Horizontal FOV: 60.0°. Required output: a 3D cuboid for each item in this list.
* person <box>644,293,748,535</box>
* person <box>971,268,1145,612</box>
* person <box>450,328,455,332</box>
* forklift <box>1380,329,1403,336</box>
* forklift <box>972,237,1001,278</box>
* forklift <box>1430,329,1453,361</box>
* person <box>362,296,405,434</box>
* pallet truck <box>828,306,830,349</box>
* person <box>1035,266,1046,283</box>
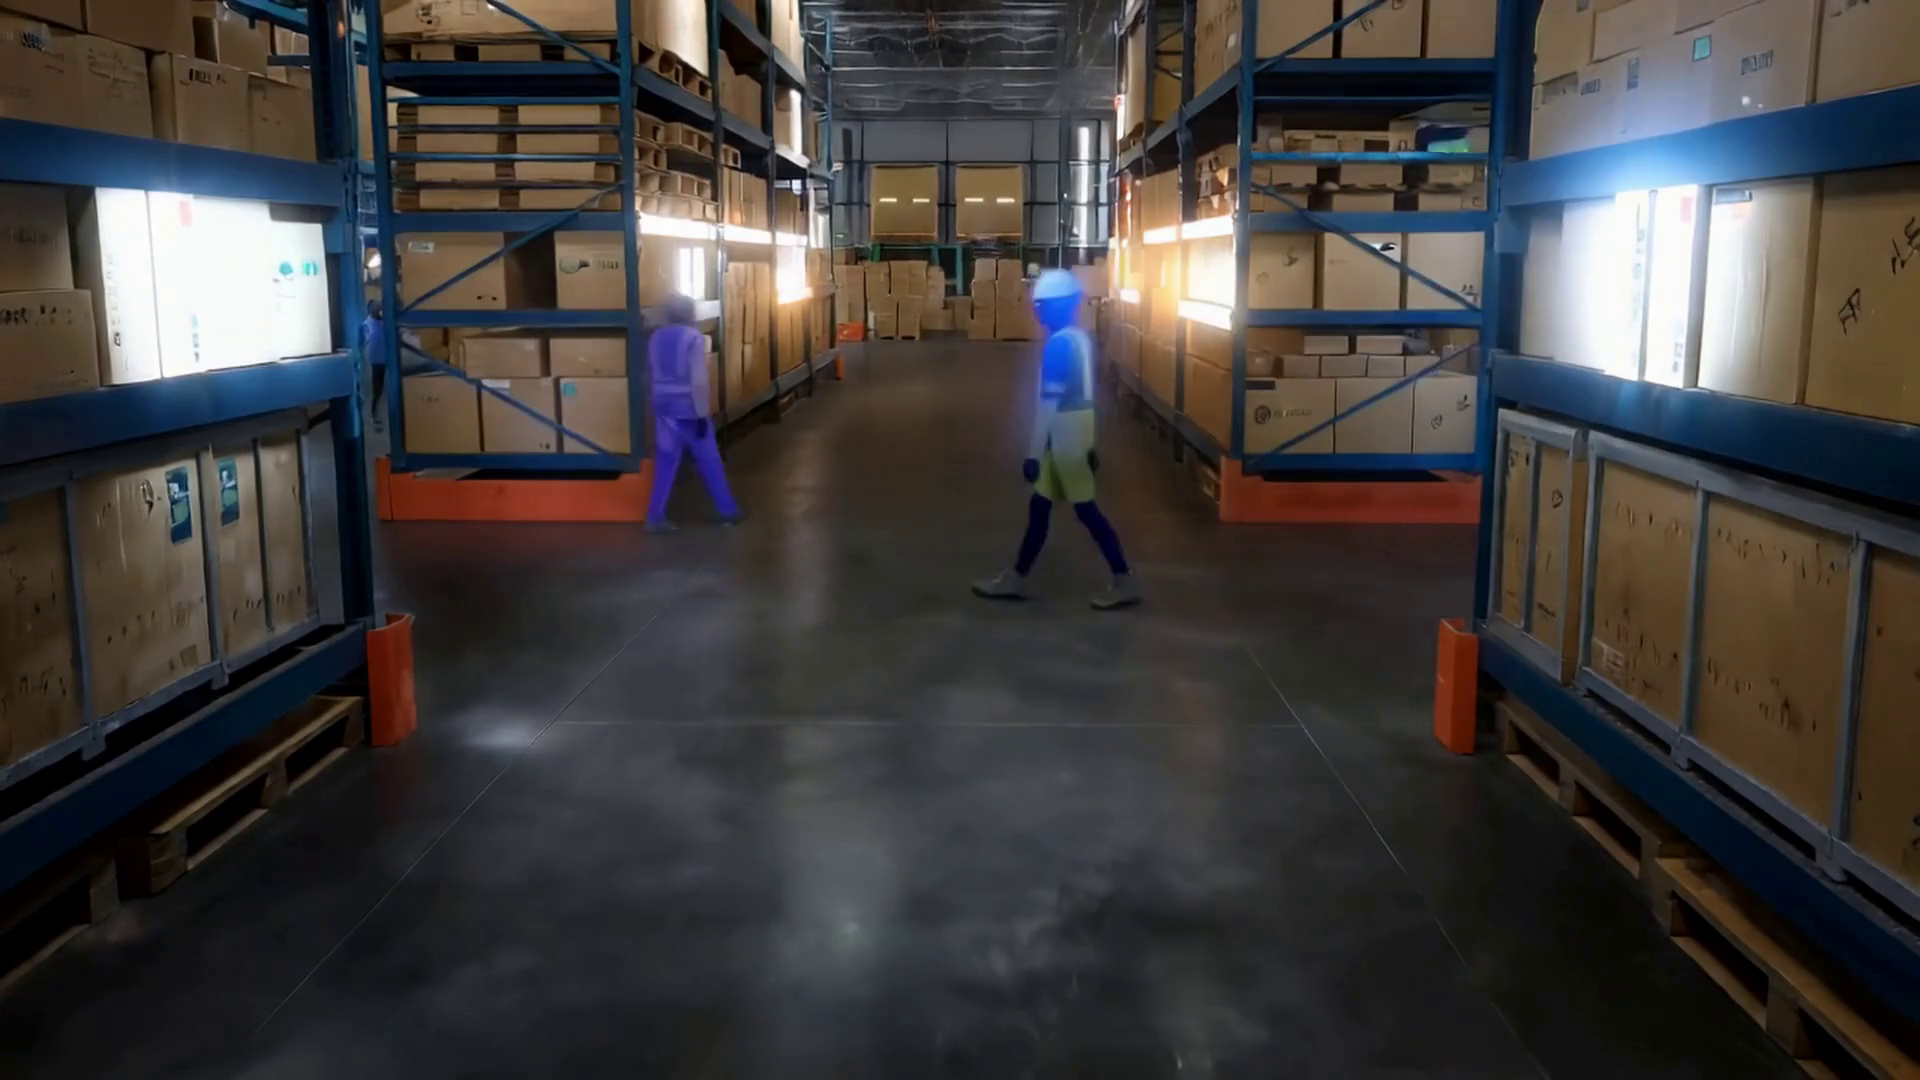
[{"bbox_3d":[-2.044,-0.947,12.495,0.648,1.789,0.899,7,12,37],"label":"person"},{"bbox_3d":[0.611,-0.573,9.671,1.055,1.993,0.647,2,10,13],"label":"person"},{"bbox_3d":[-12.033,-5.458,39.394,0.652,1.843,0.536,-4,10,-23],"label":"person"},{"bbox_3d":[6.620,-3.740,25.965,1.873,2.768,1.129,-1,10,-5],"label":"forklift"},{"bbox_3d":[0.842,-8.321,53.406,1.129,2.768,1.873,0,9,1],"label":"forklift"},{"bbox_3d":[10.158,-4.752,32.026,1.873,2.768,1.129,-4,10,-23],"label":"forklift"},{"bbox_3d":[-6.821,-2.070,19.714,0.282,1.625,0.494,8,13,41],"label":"person"},{"bbox_3d":[-3.100,-3.940,29.800,1.885,1.965,0.823,3,10,19],"label":"pallet truck"},{"bbox_3d":[2.710,-8.503,57.411,0.639,1.918,0.545,5,11,29],"label":"person"}]
